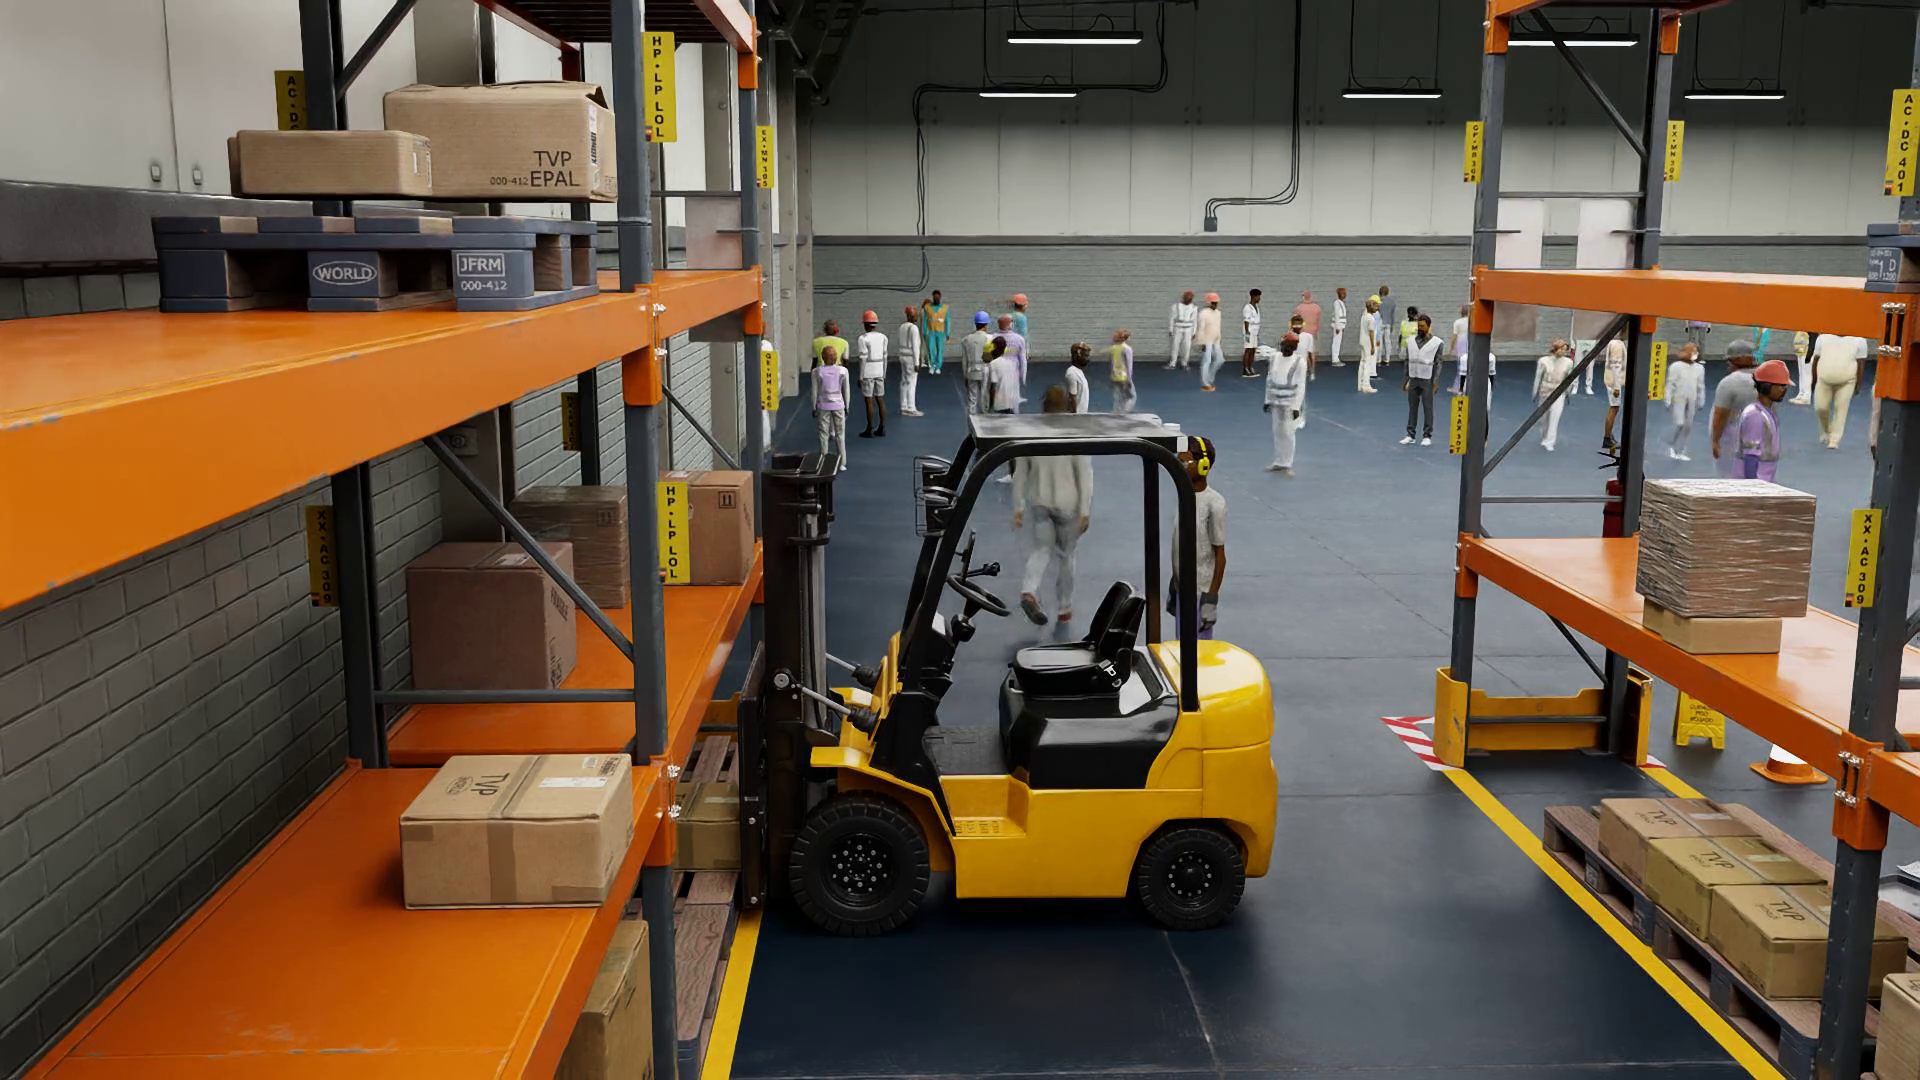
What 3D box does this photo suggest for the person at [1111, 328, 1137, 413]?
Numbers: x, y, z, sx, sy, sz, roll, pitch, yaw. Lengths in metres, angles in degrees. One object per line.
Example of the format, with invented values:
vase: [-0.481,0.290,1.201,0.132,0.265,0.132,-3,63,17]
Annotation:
person: [2.580,-2.530,26.295,0.391,1.619,0.552,-6,12,-29]

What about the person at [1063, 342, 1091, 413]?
person: [1.352,-1.358,19.181,0.346,1.843,0.506,2,10,9]

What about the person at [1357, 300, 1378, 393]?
person: [8.110,-3.846,33.030,0.332,1.844,0.508,-1,10,-7]

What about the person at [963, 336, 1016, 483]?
person: [0.422,-1.628,20.764,0.853,1.814,0.547,8,13,37]

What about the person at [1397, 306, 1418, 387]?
person: [9.298,-3.990,34.272,0.556,1.680,0.540,-7,12,-35]

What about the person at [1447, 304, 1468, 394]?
person: [9.830,-3.685,32.299,0.508,1.804,0.989,-4,11,-21]

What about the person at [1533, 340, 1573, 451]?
person: [8.568,-2.109,24.063,0.524,1.595,0.821,3,11,16]

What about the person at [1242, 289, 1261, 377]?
person: [6.479,-4.593,36.897,0.384,1.953,0.610,6,12,32]

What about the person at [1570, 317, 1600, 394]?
person: [12.304,-3.823,32.696,0.592,1.920,0.392,2,10,13]

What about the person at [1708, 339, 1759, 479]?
person: [8.052,-1.088,17.124,0.698,2.000,0.856,-5,11,-25]

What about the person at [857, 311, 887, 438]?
person: [-1.368,-2.535,25.472,0.551,1.935,0.375,-10,14,-43]

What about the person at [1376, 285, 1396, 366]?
person: [10.182,-5.156,40.066,0.633,1.939,0.368,-4,11,-21]

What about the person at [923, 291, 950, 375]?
person: [-0.536,-4.651,37.396,0.625,1.880,0.910,1,10,3]

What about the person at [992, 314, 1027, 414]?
person: [0.679,-2.420,24.923,0.652,1.904,0.402,1,10,8]

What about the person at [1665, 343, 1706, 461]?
person: [9.901,-1.874,22.663,0.534,1.615,0.400,-1,10,-8]

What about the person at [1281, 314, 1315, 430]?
person: [5.325,-2.651,26.351,0.580,1.848,0.413,4,11,21]

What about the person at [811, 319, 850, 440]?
person: [-1.970,-2.449,25.339,0.583,1.804,0.866,0,10,-2]

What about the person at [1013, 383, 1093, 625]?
person: [0.693,-0.249,12.819,0.640,1.912,0.704,4,11,21]

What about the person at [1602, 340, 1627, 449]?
person: [9.524,-2.272,24.063,0.390,1.922,0.551,4,11,19]

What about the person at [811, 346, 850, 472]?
person: [-1.682,-1.694,21.605,0.516,1.645,0.308,-2,10,-12]

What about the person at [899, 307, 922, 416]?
person: [-0.857,-3.071,28.641,0.388,1.877,0.601,-6,12,-30]

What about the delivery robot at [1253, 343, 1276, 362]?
delivery robot: [7.306,-4.496,39.984,0.477,0.478,0.707,7,13,36]

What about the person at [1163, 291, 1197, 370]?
person: [5.143,-4.873,38.792,0.747,1.846,0.433,2,10,10]

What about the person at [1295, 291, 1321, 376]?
person: [7.655,-4.561,36.871,0.644,1.900,0.399,-4,11,-19]

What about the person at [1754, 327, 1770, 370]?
person: [16.615,-4.111,34.546,0.348,1.836,0.517,6,12,31]

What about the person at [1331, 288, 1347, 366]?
person: [9.133,-5.126,40.057,0.353,1.883,0.572,4,11,22]

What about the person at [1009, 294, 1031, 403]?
person: [1.103,-3.559,30.942,0.444,2.027,0.621,-3,11,-17]

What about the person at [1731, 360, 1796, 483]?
person: [6.559,-0.458,13.649,0.419,2.034,0.604,6,12,32]

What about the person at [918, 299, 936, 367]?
person: [-0.777,-4.924,39.621,0.501,1.633,0.285,8,13,38]

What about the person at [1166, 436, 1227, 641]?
person: [1.362,0.318,9.766,0.328,1.872,0.514,-4,11,-22]

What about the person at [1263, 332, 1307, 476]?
person: [4.147,-1.749,21.335,0.352,1.853,0.706,-7,12,-35]

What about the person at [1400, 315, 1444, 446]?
person: [6.815,-2.356,24.527,0.592,1.920,0.392,9,13,40]

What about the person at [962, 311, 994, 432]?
person: [0.317,-2.447,24.952,0.602,1.948,0.385,5,11,24]

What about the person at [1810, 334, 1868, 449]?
person: [12.671,-2.327,24.026,0.709,2.000,0.536,7,13,36]

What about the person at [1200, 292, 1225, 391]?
person: [5.031,-3.961,33.289,0.651,1.976,0.444,-9,14,-42]

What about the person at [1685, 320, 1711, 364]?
person: [18.106,-5.282,40.794,0.588,1.930,0.362,6,12,29]

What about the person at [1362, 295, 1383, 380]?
person: [8.981,-4.406,36.183,0.404,1.830,0.603,-3,11,-18]

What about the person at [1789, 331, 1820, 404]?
person: [15.614,-3.430,30.713,0.429,1.846,0.633,3,11,15]

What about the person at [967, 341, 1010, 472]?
person: [0.474,-1.747,21.724,0.867,1.709,0.497,6,12,31]

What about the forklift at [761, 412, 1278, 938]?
forklift: [0.291,0.548,7.580,2.313,2.155,1.214,0,10,-2]

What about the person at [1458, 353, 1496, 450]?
person: [7.421,-2.133,23.916,0.533,1.692,0.319,-1,10,-4]
